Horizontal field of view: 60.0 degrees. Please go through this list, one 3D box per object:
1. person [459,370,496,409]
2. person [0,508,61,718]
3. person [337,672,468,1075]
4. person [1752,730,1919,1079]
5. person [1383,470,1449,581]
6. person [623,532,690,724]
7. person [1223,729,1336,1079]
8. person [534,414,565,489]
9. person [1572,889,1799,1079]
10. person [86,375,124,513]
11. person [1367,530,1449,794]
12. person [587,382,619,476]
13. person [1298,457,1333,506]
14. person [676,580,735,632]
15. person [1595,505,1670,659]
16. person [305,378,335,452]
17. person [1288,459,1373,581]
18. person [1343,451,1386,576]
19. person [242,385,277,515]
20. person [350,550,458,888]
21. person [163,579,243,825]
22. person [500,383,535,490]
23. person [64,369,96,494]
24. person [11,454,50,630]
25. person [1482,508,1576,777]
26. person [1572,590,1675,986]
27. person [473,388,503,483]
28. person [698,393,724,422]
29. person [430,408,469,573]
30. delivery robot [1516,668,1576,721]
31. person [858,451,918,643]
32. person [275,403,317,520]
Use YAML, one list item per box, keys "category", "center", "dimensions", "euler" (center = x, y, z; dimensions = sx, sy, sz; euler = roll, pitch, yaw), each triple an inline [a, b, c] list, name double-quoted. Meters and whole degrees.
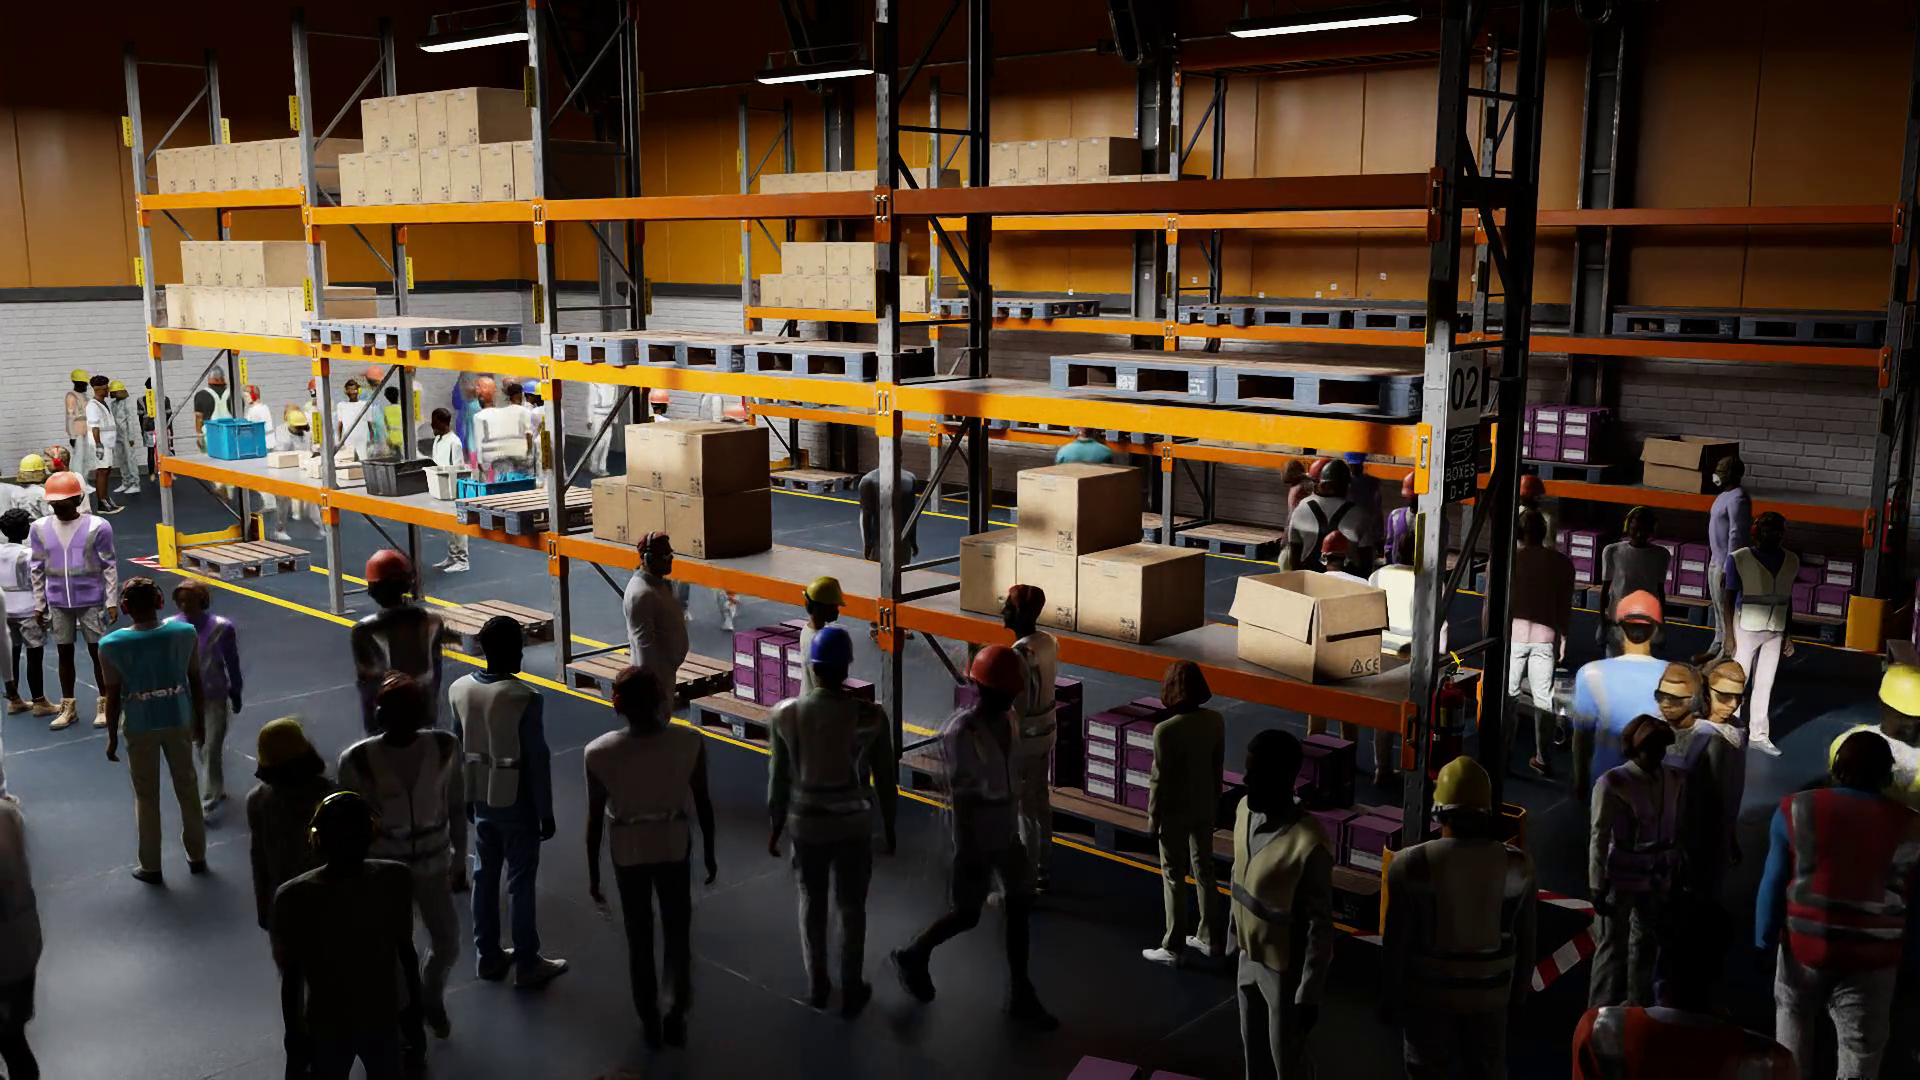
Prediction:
- category: "person"
  center: [-8.748, -2.513, 30.278]
  dimensions: [0.642, 1.909, 0.399]
  euler: [1, 10, 6]
- category: "person"
  center: [-7.528, 0.583, 13.365]
  dimensions: [0.542, 1.695, 0.316]
  euler: [3, 11, 18]
- category: "person"
  center: [-2.530, 1.515, 7.608]
  dimensions: [0.591, 1.874, 0.422]
  euler: [-6, 12, -32]
- category: "person"
  center: [3.615, 1.682, 6.831]
  dimensions: [0.654, 1.811, 0.467]
  euler: [5, 11, 24]
- category: "person"
  center: [3.784, 0.367, 13.910]
  dimensions: [0.544, 1.937, 0.358]
  euler: [8, 13, 37]
- category: "person"
  center: [-1.999, 0.886, 11.064]
  dimensions: [0.409, 1.909, 0.643]
  euler: [0, 10, -2]
- category: "person"
  center: [1.255, 1.672, 6.584]
  dimensions: [0.397, 1.920, 0.587]
  euler: [-4, 11, -21]
- category: "person"
  center: [-5.118, -0.759, 20.864]
  dimensions: [0.347, 1.731, 0.496]
  euler: [4, 11, 19]
- category: "person"
  center: [2.062, 1.961, 4.815]
  dimensions: [0.607, 1.966, 0.367]
  euler: [5, 11, 24]
- category: "person"
  center: [-12.160, -1.364, 23.612]
  dimensions: [0.361, 1.964, 0.616]
  euler: [-3, 10, -14]
- category: "person"
  center: [3.103, 0.840, 11.514]
  dimensions: [0.430, 1.841, 0.624]
  euler: [-8, 13, -37]
- category: "person"
  center: [-5.847, -1.976, 27.344]
  dimensions: [0.402, 1.866, 0.610]
  euler: [9, 13, 41]
- category: "person"
  center: [3.064, 0.288, 14.187]
  dimensions: [0.383, 1.996, 0.609]
  euler: [-2, 10, -11]
- category: "person"
  center: [-2.577, -0.048, 16.517]
  dimensions: [0.612, 1.854, 1.000]
  euler: [-5, 11, -25]
- category: "person"
  center: [5.050, 0.653, 12.504]
  dimensions: [0.518, 1.865, 0.330]
  euler: [1, 10, 7]
- category: "person"
  center: [-9.859, -1.610, 25.602]
  dimensions: [0.329, 1.753, 0.560]
  euler: [5, 11, 24]
- category: "person"
  center: [3.081, 0.336, 13.791]
  dimensions: [0.682, 2.000, 0.536]
  euler: [4, 11, 23]
- category: "person"
  center: [3.801, 0.020, 15.959]
  dimensions: [0.677, 1.926, 0.433]
  euler: [-4, 11, -19]
- category: "person"
  center: [-9.863, -1.275, 23.507]
  dimensions: [0.392, 1.831, 0.658]
  euler: [-2, 10, -12]
- category: "person"
  center: [-3.355, 1.048, 9.933]
  dimensions: [1.050, 1.978, 0.652]
  euler: [9, 13, 40]
- category: "person"
  center: [-5.050, 1.058, 10.969]
  dimensions: [0.540, 1.592, 0.855]
  euler: [0, 10, -1]
- category: "person"
  center: [-6.036, -1.171, 22.714]
  dimensions: [0.645, 1.898, 0.874]
  euler: [2, 10, 12]
- category: "person"
  center: [-13.421, -1.655, 25.411]
  dimensions: [0.418, 1.916, 0.594]
  euler: [-1, 10, -7]
- category: "person"
  center: [-9.079, 0.022, 16.407]
  dimensions: [0.493, 1.743, 0.295]
  euler: [3, 11, 18]
- category: "person"
  center: [4.044, 0.733, 11.879]
  dimensions: [0.628, 1.928, 0.383]
  euler: [0, 10, 2]
- category: "person"
  center: [3.553, 1.251, 8.761]
  dimensions: [0.630, 1.986, 1.035]
  euler: [5, 11, 26]
- category: "person"
  center: [-6.459, -1.146, 22.671]
  dimensions: [0.744, 1.857, 0.580]
  euler: [8, 13, 39]
- category: "person"
  center: [-3.761, -1.590, 25.006]
  dimensions: [0.419, 1.932, 0.617]
  euler: [-6, 12, -31]
- category: "person"
  center: [-5.933, -0.587, 19.358]
  dimensions: [0.373, 1.917, 0.595]
  euler: [-8, 13, -36]
- category: "delivery robot"
  center: [4.586, 1.223, 12.709]
  dimensions: [0.477, 0.478, 0.707]
  euler: [-5, 11, -26]
- category: "person"
  center: [-0.668, 0.010, 15.926]
  dimensions: [0.629, 1.940, 0.373]
  euler: [-7, 12, -33]
- category: "person"
  center: [-9.138, -1.077, 22.944]
  dimensions: [0.528, 1.617, 0.410]
  euler: [-7, 12, -34]
